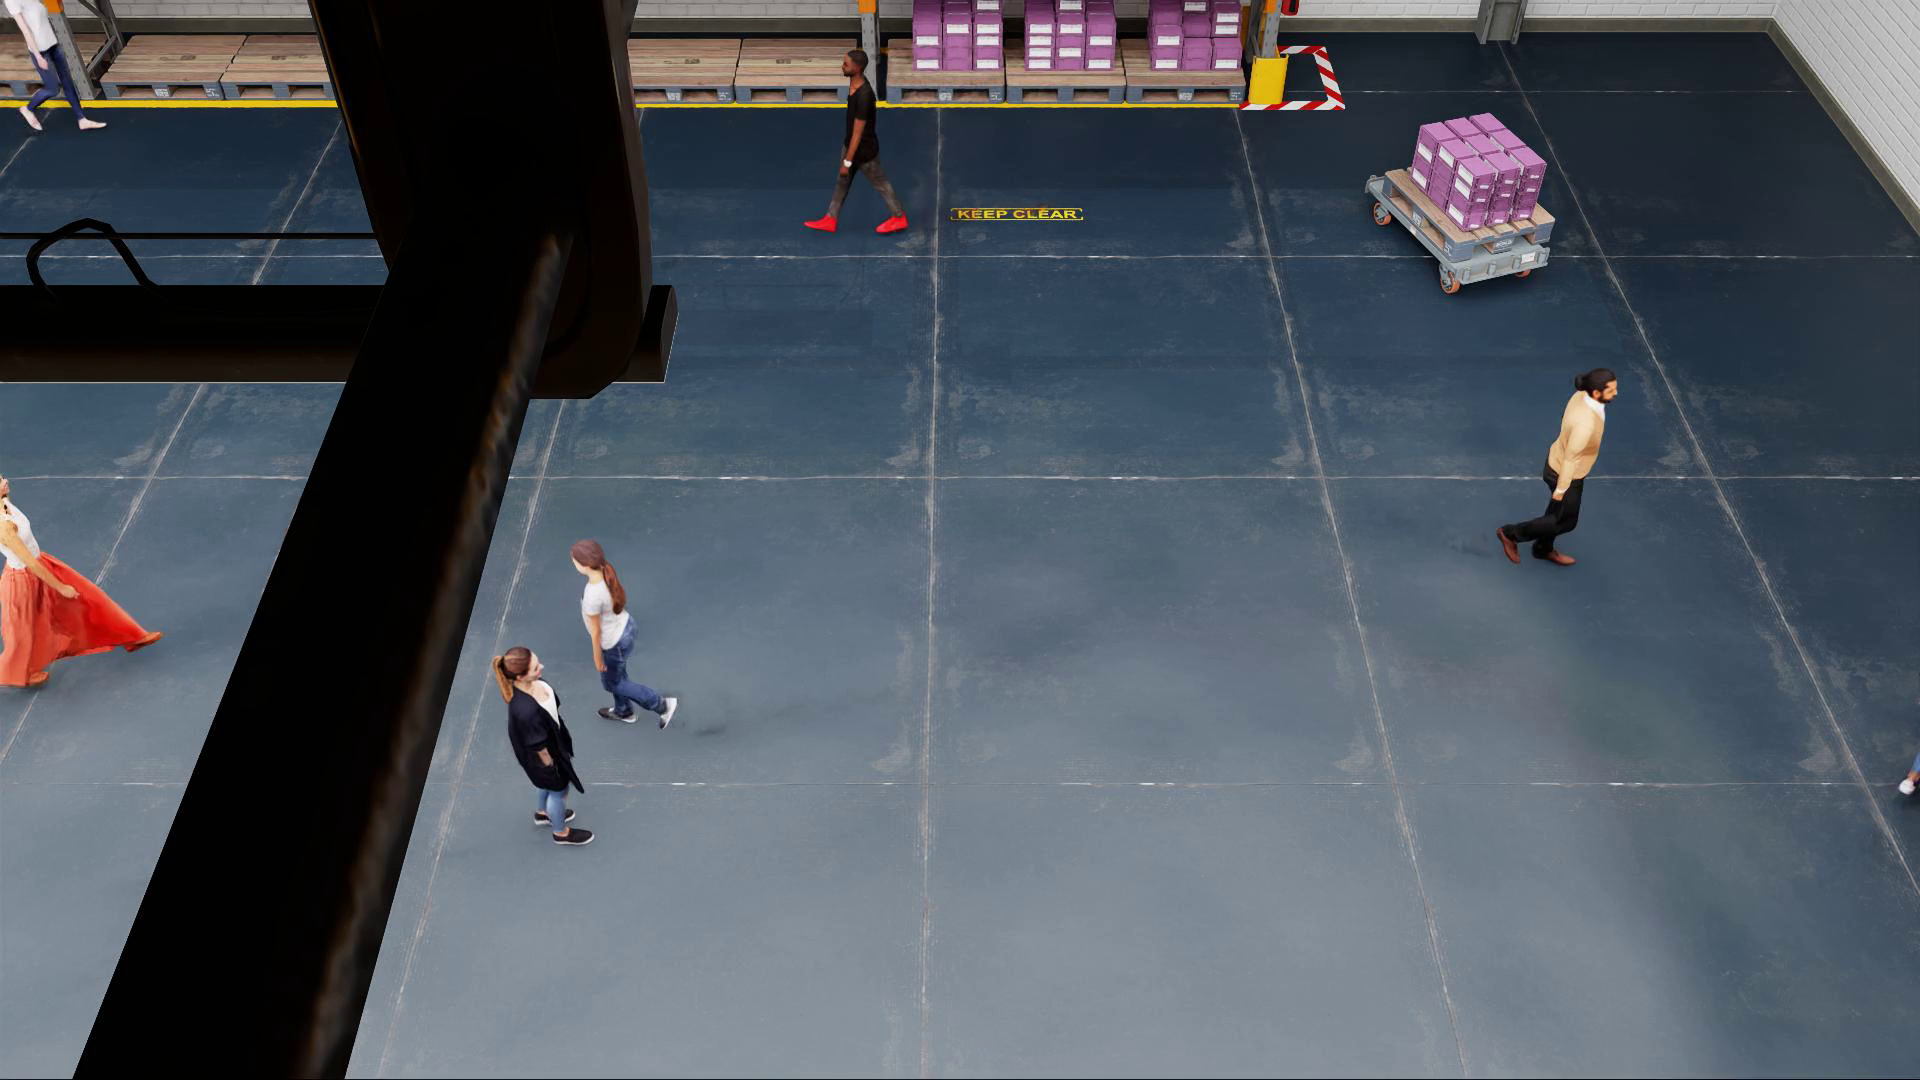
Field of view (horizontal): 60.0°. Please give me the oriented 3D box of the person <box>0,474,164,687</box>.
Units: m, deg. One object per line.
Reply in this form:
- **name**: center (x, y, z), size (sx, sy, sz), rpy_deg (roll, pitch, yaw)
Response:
- **person**: center (-6.049, 0.308, 10.677), size (1.346, 1.746, 0.934), rpy_deg (-15, 46, -15)

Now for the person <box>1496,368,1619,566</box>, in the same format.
- **person**: center (4.137, -0.501, 11.529), size (0.927, 1.741, 0.803), rpy_deg (13, 45, 13)

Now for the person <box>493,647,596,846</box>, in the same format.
- **person**: center (-2.502, 1.197, 9.791), size (0.669, 1.680, 0.703), rpy_deg (-10, 45, -10)

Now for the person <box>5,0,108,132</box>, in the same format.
- **person**: center (-8.857, -4.679, 15.927), size (0.960, 1.724, 0.594), rpy_deg (-3, 44, -3)

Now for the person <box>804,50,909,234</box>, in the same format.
- **person**: center (-0.765, -3.437, 14.599), size (1.235, 1.758, 0.872), rpy_deg (-11, 45, -12)

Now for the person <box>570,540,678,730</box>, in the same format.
- **person**: center (-2.124, 0.625, 10.492), size (0.855, 1.541, 0.653), rpy_deg (4, 44, 4)
